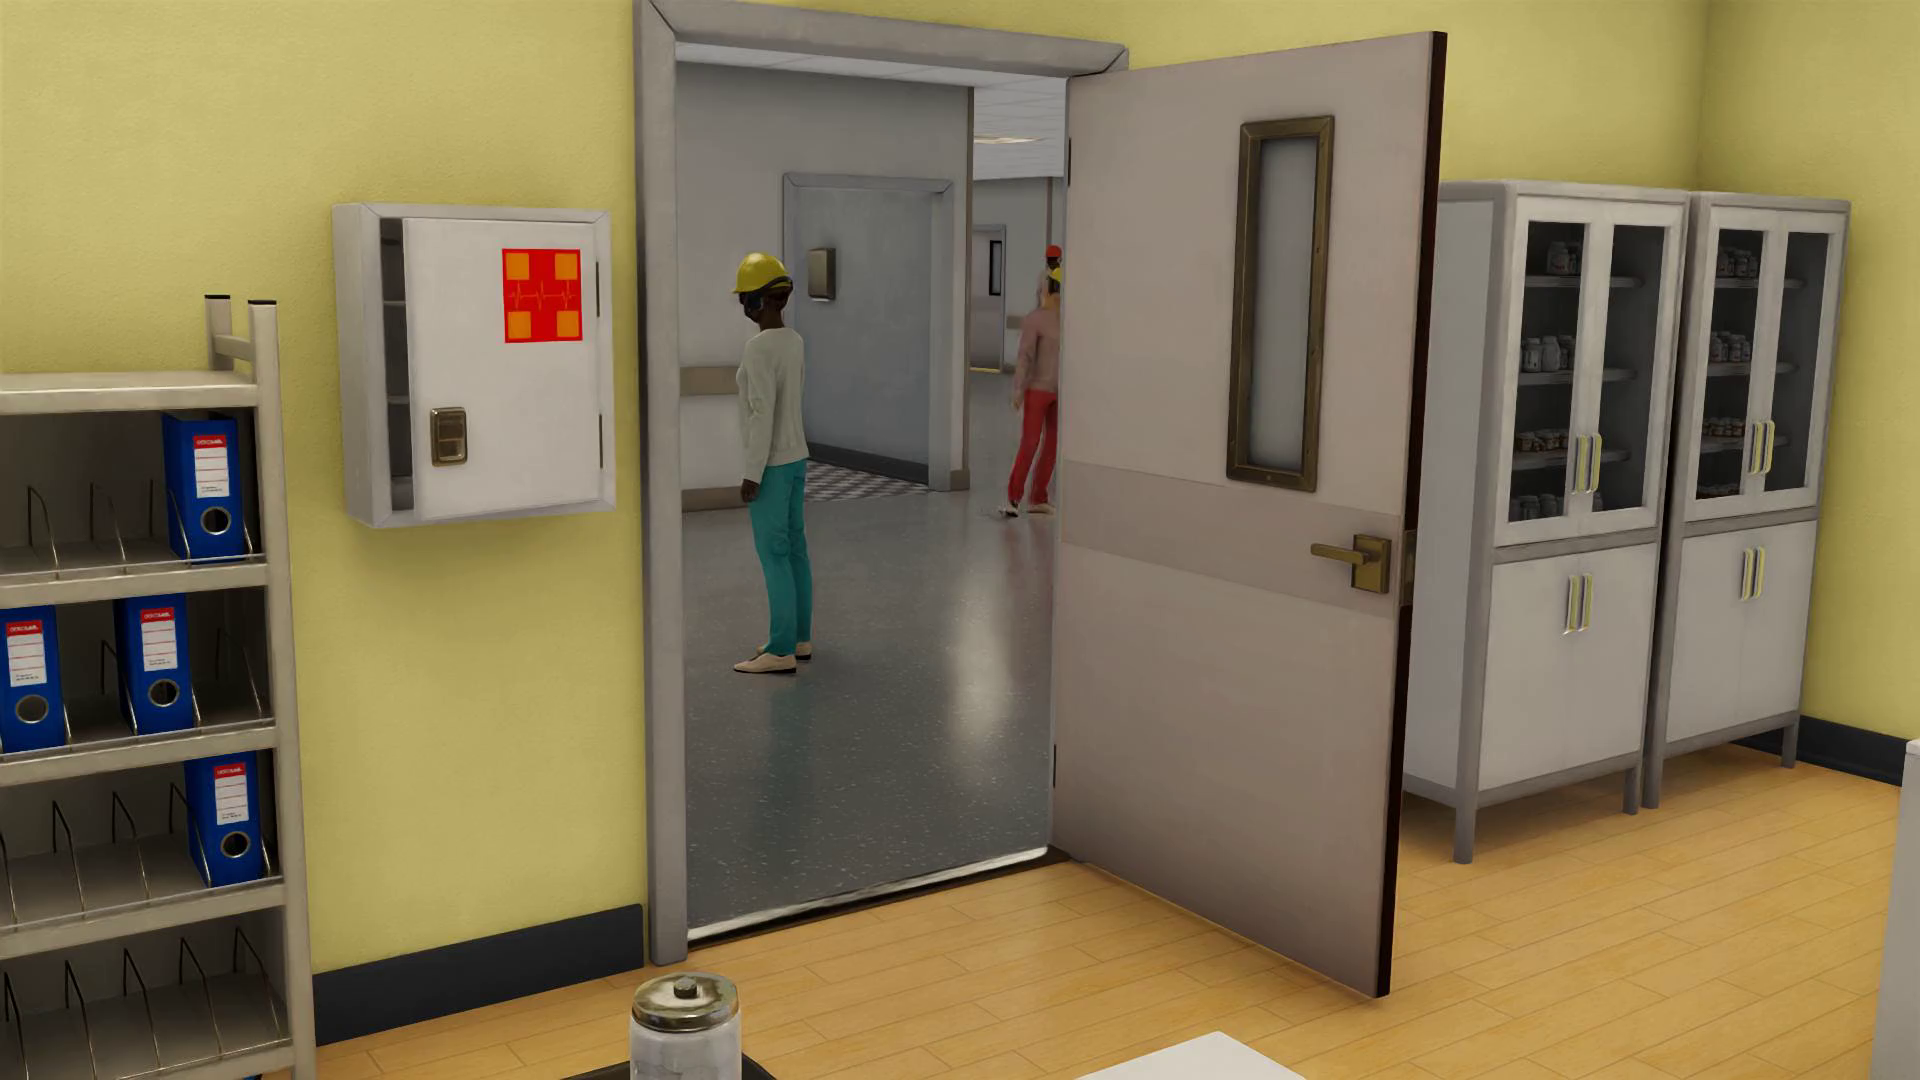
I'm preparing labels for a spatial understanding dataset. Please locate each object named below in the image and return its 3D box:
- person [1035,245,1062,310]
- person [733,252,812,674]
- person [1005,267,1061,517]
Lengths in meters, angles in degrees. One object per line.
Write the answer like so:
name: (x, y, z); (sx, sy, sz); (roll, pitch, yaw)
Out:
person: (1.349, -3.277, 24.193); (0.610, 1.995, 0.375); (8, 12, 35)
person: (-0.810, -0.318, 7.020); (0.321, 1.765, 0.533); (3, 10, 12)
person: (0.599, -1.009, 11.399); (0.615, 1.731, 0.341); (-6, 12, -36)
